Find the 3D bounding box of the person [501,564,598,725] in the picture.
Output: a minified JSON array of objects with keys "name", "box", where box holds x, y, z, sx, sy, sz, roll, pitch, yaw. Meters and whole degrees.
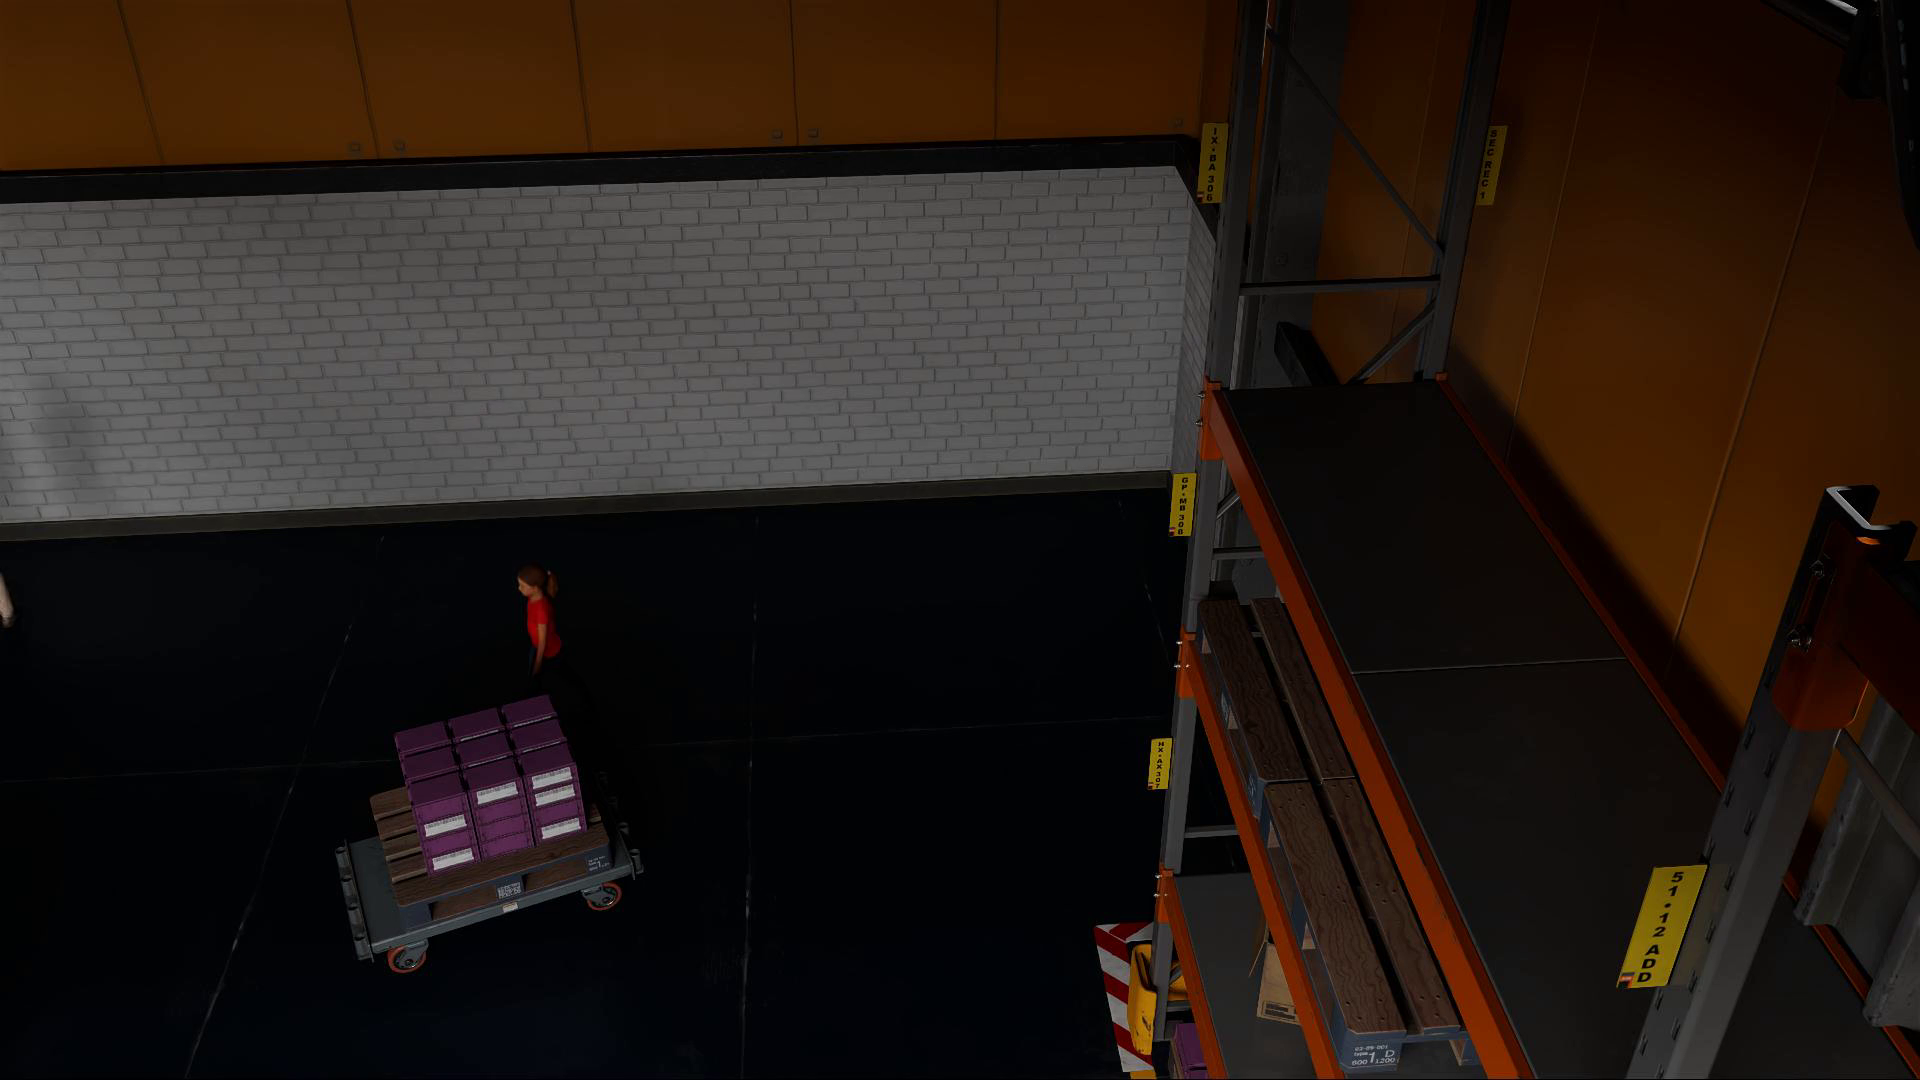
[{"name":"person","box":[-2.693,0.708,11.134,0.771,1.280,0.889,-16,37,-22]}]
